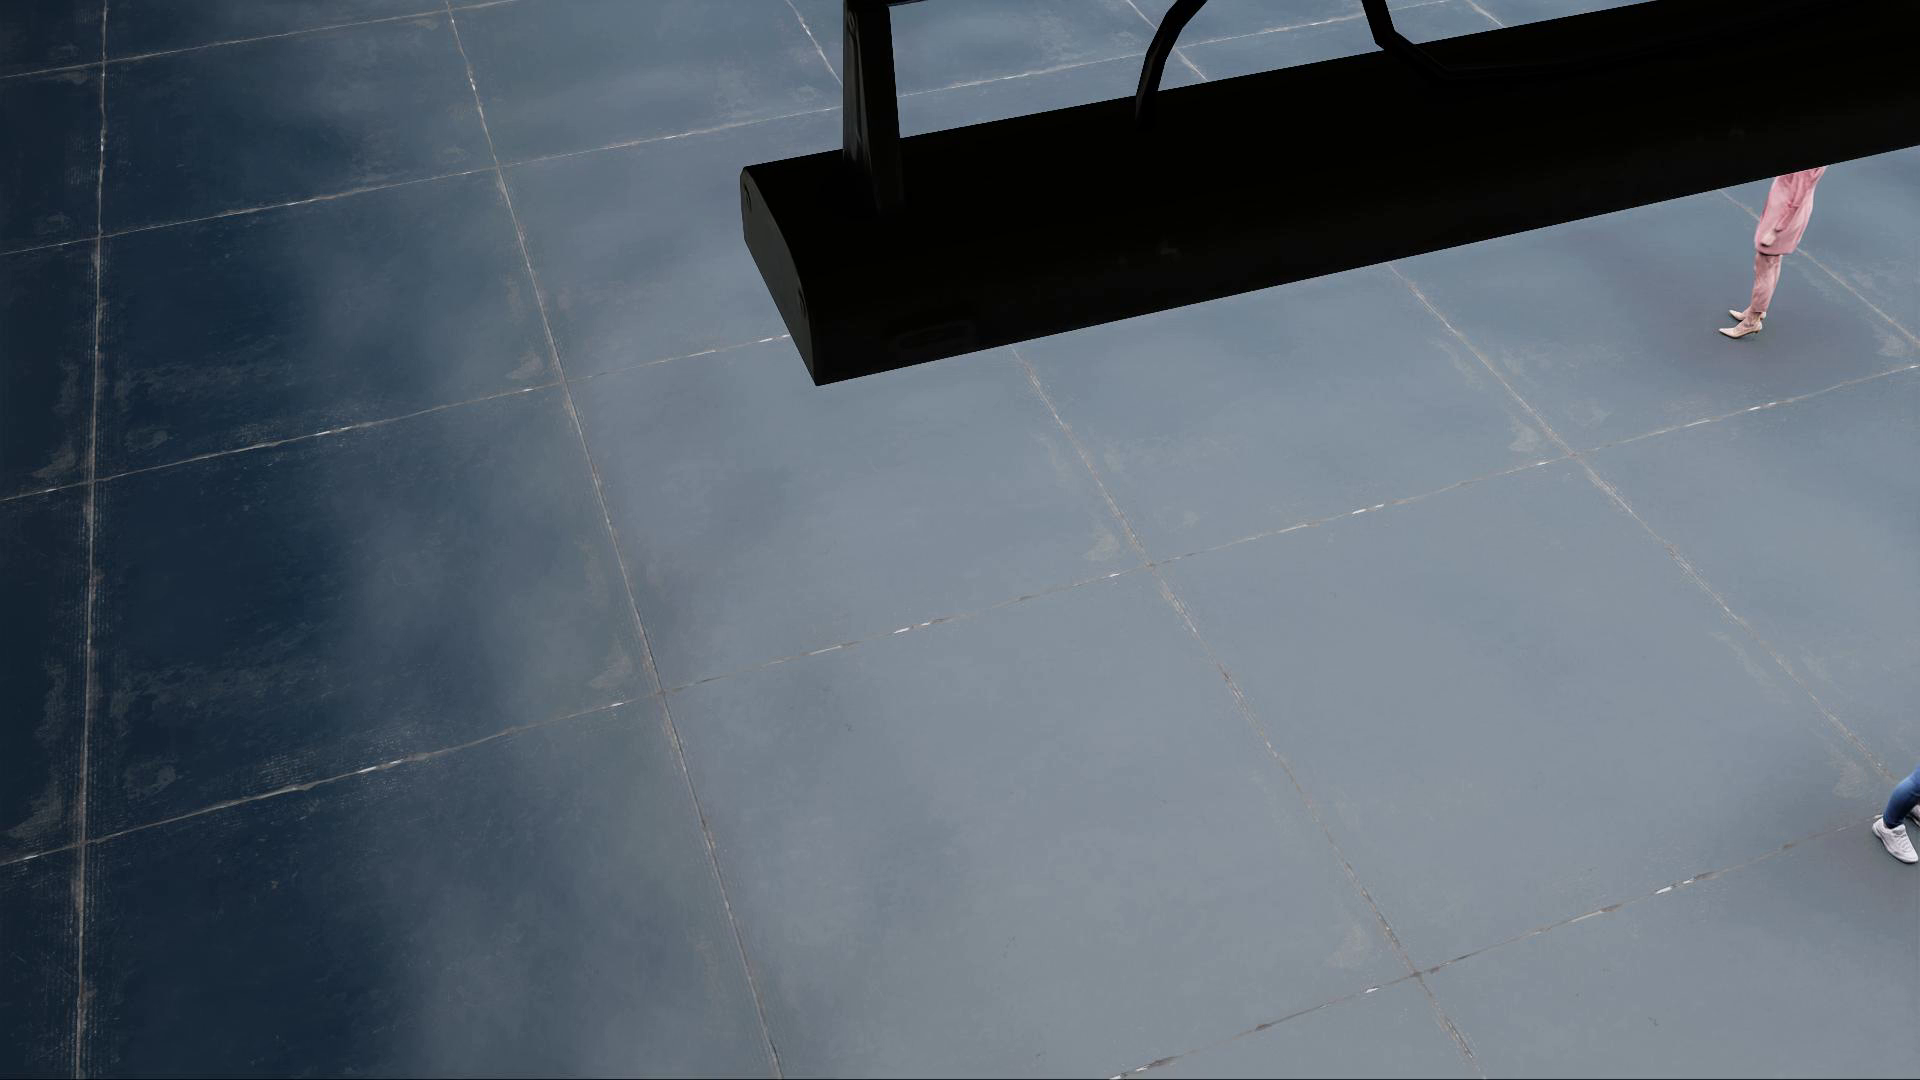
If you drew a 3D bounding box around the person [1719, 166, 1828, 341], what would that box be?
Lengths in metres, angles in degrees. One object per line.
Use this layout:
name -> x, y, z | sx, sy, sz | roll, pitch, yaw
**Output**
person -> 5.523, -2.144, 11.127 | 0.708, 1.803, 0.692 | 26, 49, 25
